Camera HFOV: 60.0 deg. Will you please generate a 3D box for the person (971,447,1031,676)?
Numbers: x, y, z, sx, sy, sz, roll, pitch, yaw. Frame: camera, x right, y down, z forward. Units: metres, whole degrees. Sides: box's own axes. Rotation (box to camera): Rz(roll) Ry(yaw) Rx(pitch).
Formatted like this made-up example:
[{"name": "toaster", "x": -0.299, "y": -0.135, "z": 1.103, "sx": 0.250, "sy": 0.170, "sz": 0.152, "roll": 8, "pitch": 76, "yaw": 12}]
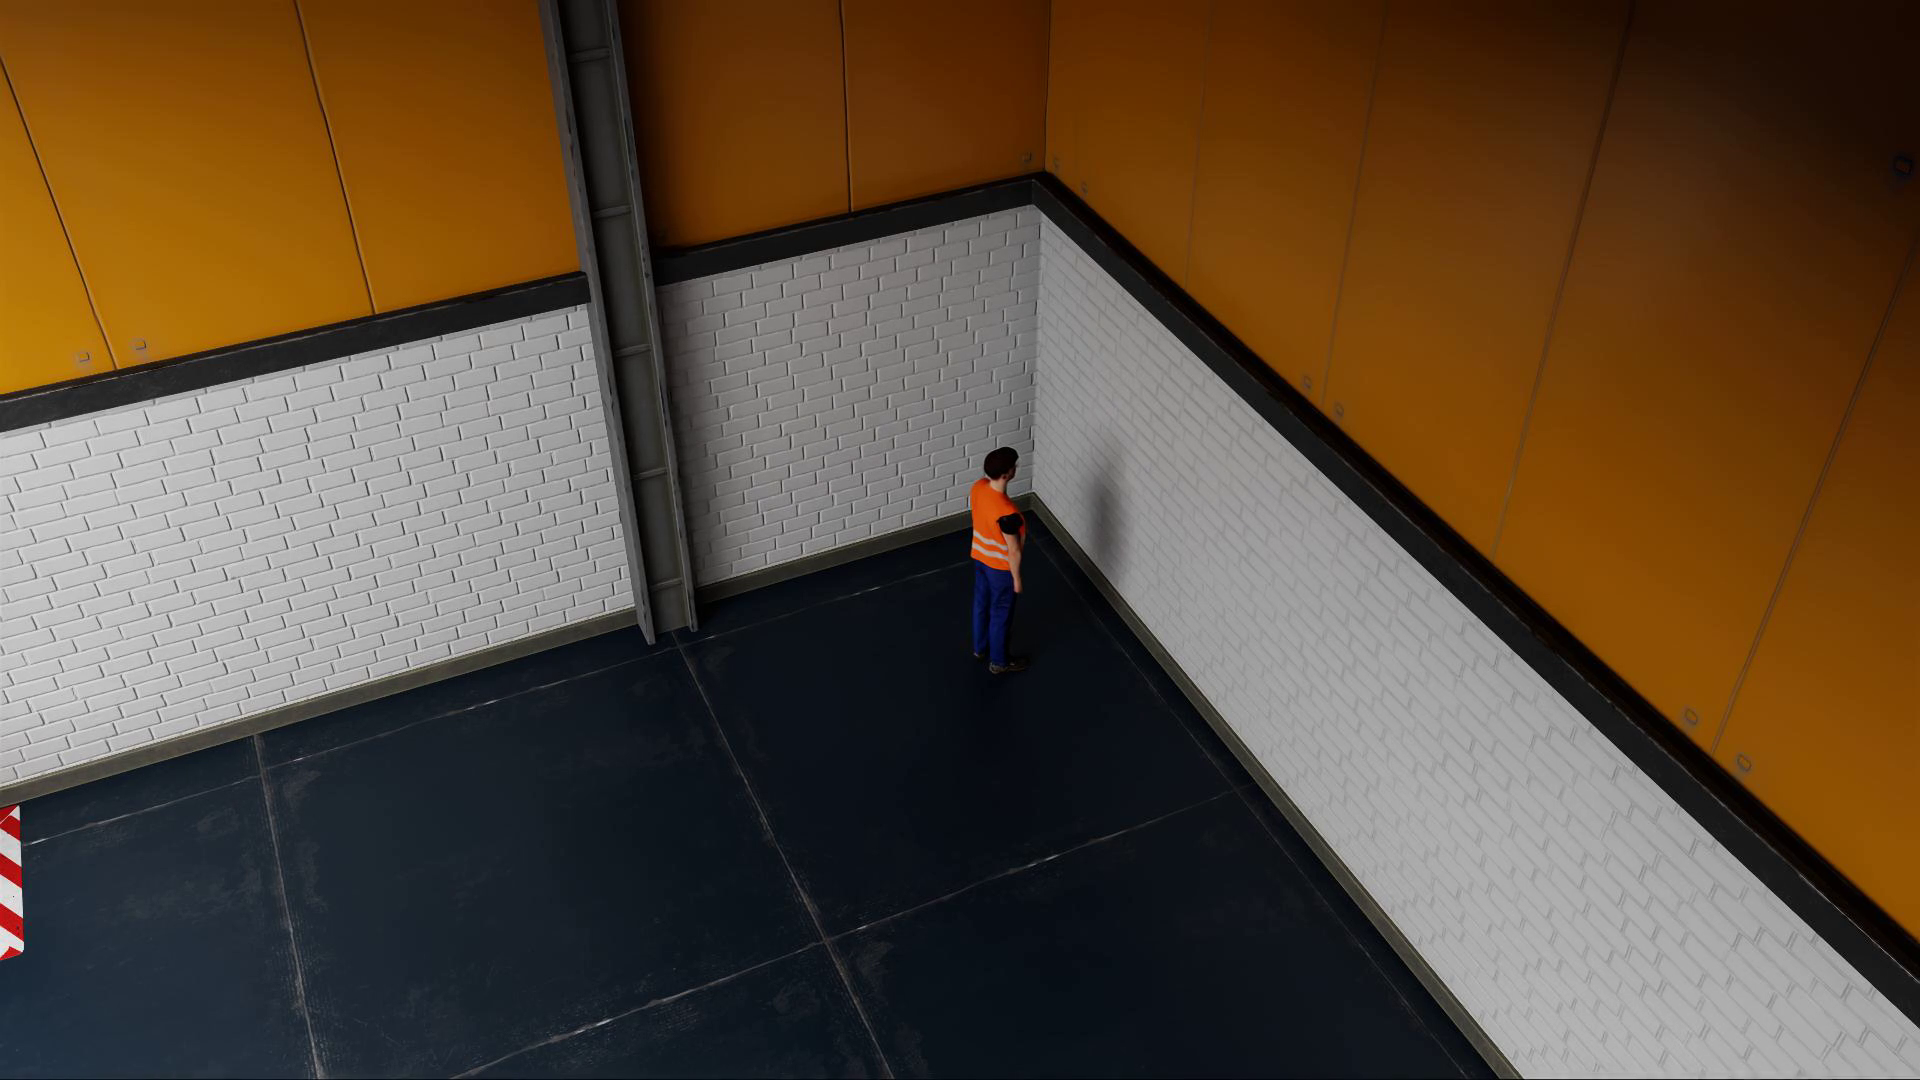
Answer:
[{"name": "person", "x": 0.259, "y": 0.147, "z": 11.768, "sx": 0.657, "sy": 1.889, "sz": 0.703, "roll": -21, "pitch": 43, "yaw": -24}]
